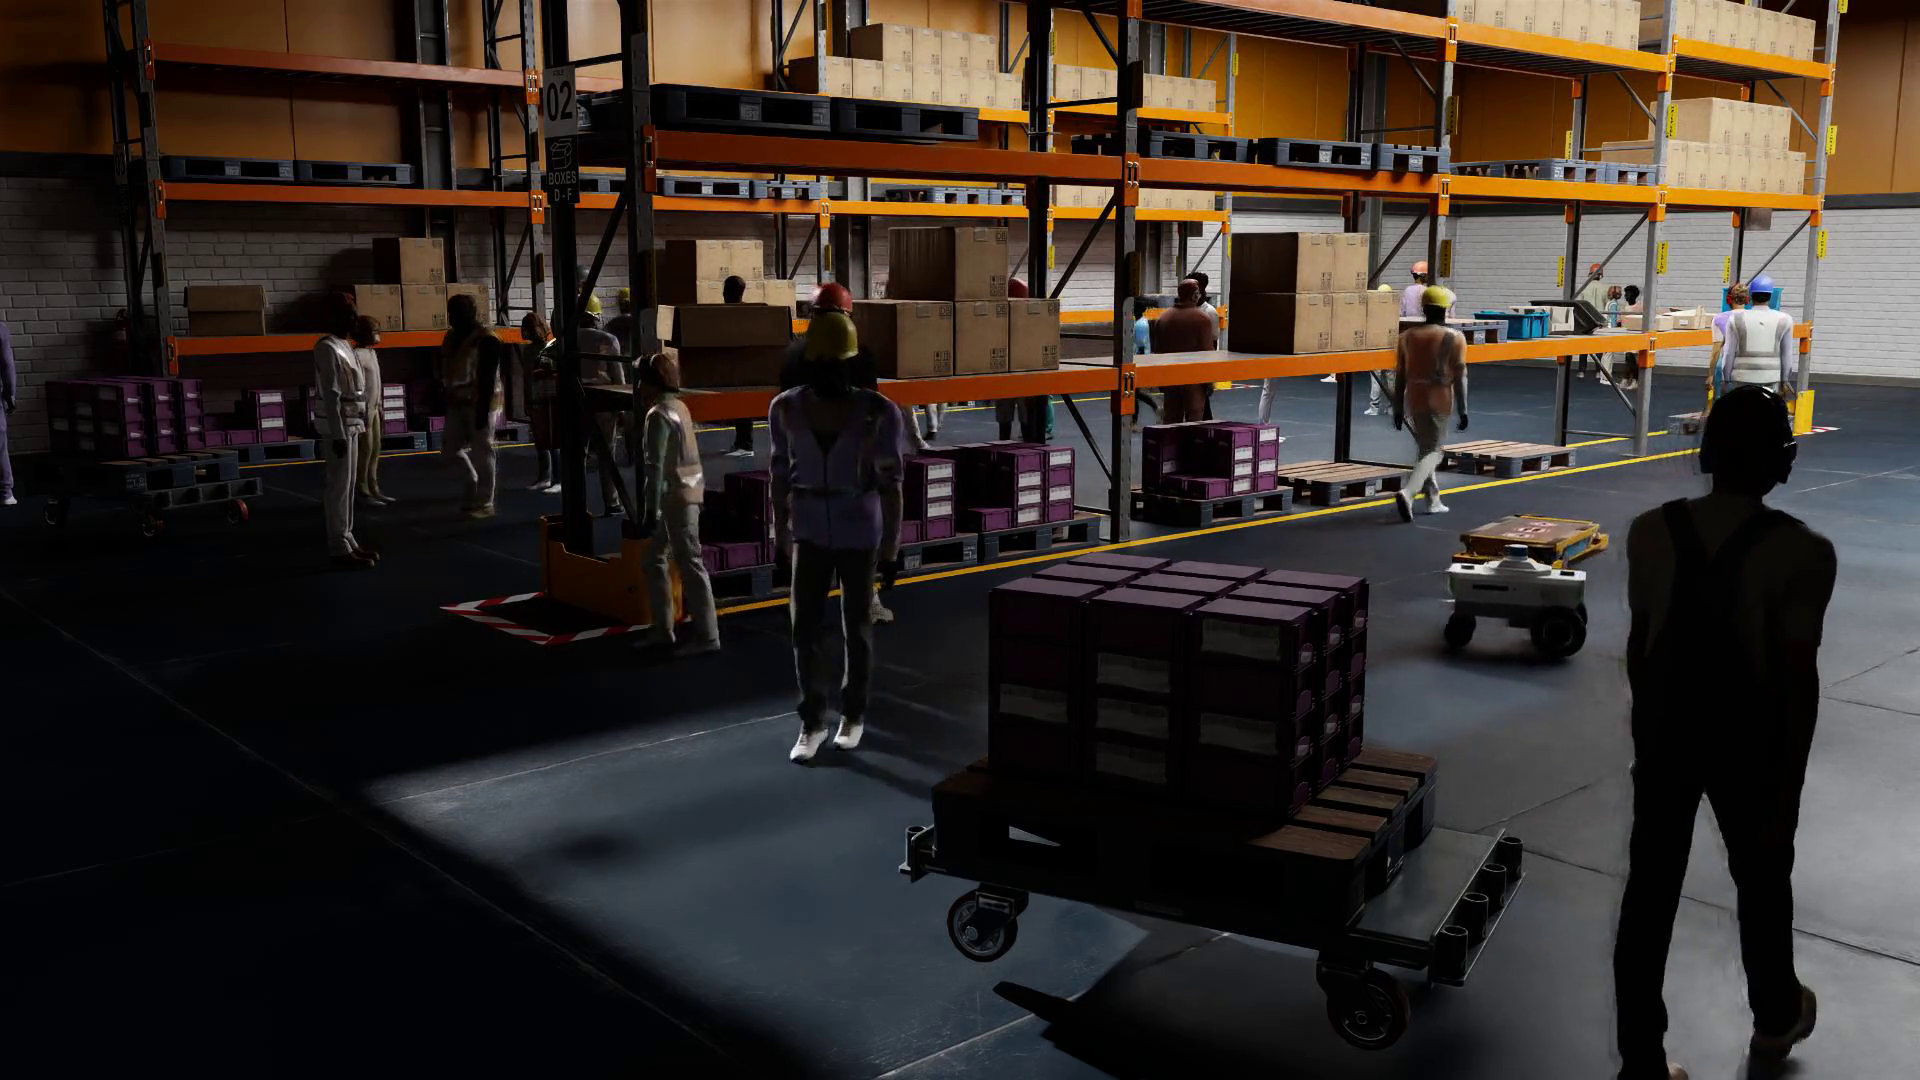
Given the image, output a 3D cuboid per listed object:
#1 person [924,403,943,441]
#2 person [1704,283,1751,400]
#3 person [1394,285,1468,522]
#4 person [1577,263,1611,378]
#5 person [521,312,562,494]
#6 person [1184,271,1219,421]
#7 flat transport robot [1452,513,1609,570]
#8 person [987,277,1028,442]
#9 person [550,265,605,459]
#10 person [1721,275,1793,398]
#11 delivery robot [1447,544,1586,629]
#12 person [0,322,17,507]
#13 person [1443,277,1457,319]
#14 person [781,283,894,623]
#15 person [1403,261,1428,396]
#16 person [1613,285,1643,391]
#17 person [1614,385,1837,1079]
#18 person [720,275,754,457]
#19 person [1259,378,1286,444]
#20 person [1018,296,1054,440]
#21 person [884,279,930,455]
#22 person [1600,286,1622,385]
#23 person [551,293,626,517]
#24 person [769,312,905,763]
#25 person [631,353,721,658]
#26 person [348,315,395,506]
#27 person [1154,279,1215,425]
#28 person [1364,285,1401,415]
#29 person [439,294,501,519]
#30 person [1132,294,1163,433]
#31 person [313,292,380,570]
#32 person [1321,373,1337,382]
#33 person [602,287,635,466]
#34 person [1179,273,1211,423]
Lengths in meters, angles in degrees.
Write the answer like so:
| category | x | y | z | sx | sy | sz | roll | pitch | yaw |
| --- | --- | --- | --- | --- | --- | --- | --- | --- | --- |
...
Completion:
| category | x | y | z | sx | sy | sz | roll | pitch | yaw |
| --- | --- | --- | --- | --- | --- | --- | --- | --- | --- |
| person | -0.328 | -2.133 | 19.503 | 0.668 | 1.868 | 1.006 | -1 | 10 | -8 |
| person | 7.957 | -1.702 | 17.075 | 0.570 | 1.843 | 0.373 | -1 | 10 | -7 |
| person | 3.769 | -1.104 | 13.432 | 0.865 | 1.903 | 0.593 | -9 | 13 | -43 |
| person | 11.081 | -3.832 | 29.109 | 0.623 | 1.993 | 0.384 | 3 | 10 | 17 |
| person | -3.774 | -1.229 | 14.962 | 0.288 | 1.626 | 0.498 | -9 | 13 | -41 |
| person | 2.515 | -1.861 | 17.653 | 0.361 | 1.964 | 0.617 | -3 | 10 | -18 |
| flat transport robot | 4.016 | 0.010 | 11.652 | 0.652 | 0.197 | 1.431 | 7 | 12 | 35 |
| person | 0.497 | -1.377 | 14.911 | 0.551 | 1.934 | 0.375 | 3 | 10 | 18 |
| person | -3.960 | -1.886 | 17.581 | 0.676 | 2.000 | 0.536 | 8 | 13 | 40 |
| person | 7.580 | -1.544 | 15.850 | 0.614 | 1.945 | 0.404 | 3 | 10 | 16 |
| delivery robot | 3.022 | 0.267 | 9.046 | 0.707 | 0.478 | 0.477 | 4 | 10 | 21 |
| person | -8.311 | -1.208 | 14.003 | 0.651 | 1.906 | 0.403 | -6 | 11 | -32 |
| person | 7.343 | -3.210 | 25.777 | 0.653 | 1.894 | 0.401 | -1 | 10 | -3 |
| person | -0.742 | -0.509 | 9.745 | 0.700 | 1.981 | 0.453 | 4 | 11 | 23 |
| person | 6.927 | -3.177 | 25.133 | 0.371 | 2.044 | 0.608 | -3 | 10 | -20 |
| person | 10.523 | -3.177 | 26.236 | 0.753 | 1.667 | 0.544 | -3 | 10 | -17 |
| person | 1.954 | 0.515 | 4.221 | 0.513 | 1.809 | 0.898 | 9 | 13 | 43 |
| person | -2.354 | -1.843 | 17.681 | 0.392 | 1.922 | 0.593 | -3 | 10 | -17 |
| person | 3.578 | -2.035 | 18.977 | 0.329 | 1.865 | 0.512 | 3 | 10 | 18 |
| person | 0.888 | -2.031 | 19.240 | 0.330 | 1.765 | 0.533 | -7 | 12 | -34 |
| person | -0.653 | -1.727 | 16.983 | 1.083 | 1.935 | 0.619 | -7 | 12 | -34 |
| person | 10.756 | -3.373 | 27.459 | 0.310 | 1.642 | 0.514 | 2 | 10 | 12 |
| person | -3.003 | -1.092 | 13.539 | 0.590 | 1.833 | 0.404 | 0 | 10 | 3 |
| person | -0.528 | -0.005 | 6.994 | 0.609 | 1.890 | 0.665 | 1 | 10 | 8 |
| person | -1.552 | -0.179 | 8.816 | 0.601 | 1.602 | 0.609 | 0 | 10 | 0 |
| person | -5.045 | -1.097 | 14.181 | 0.299 | 1.624 | 0.507 | 0 | 10 | -3 |
| person | 2.211 | -1.587 | 16.228 | 0.652 | 1.904 | 0.402 | 8 | 13 | 40 |
| person | 5.655 | -2.543 | 22.294 | 0.493 | 1.743 | 0.297 | -3 | 10 | -16 |
| person | -3.950 | -1.070 | 13.445 | 0.633 | 1.824 | 0.441 | 6 | 11 | 32 |
| person | 2.185 | -2.119 | 19.964 | 0.544 | 1.684 | 0.546 | 1 | 10 | 3 |
| person | -4.206 | -0.743 | 11.352 | 0.355 | 1.883 | 0.572 | -2 | 10 | -9 |
| person | 6.331 | -3.599 | 28.112 | 0.533 | 1.869 | 0.311 | -9 | 14 | -44 |
| person | -3.312 | -1.648 | 16.864 | 0.608 | 1.810 | 0.426 | 5 | 11 | 27 |
| person | 2.576 | -1.958 | 18.302 | 0.374 | 1.939 | 0.545 | 8 | 13 | 39 |
